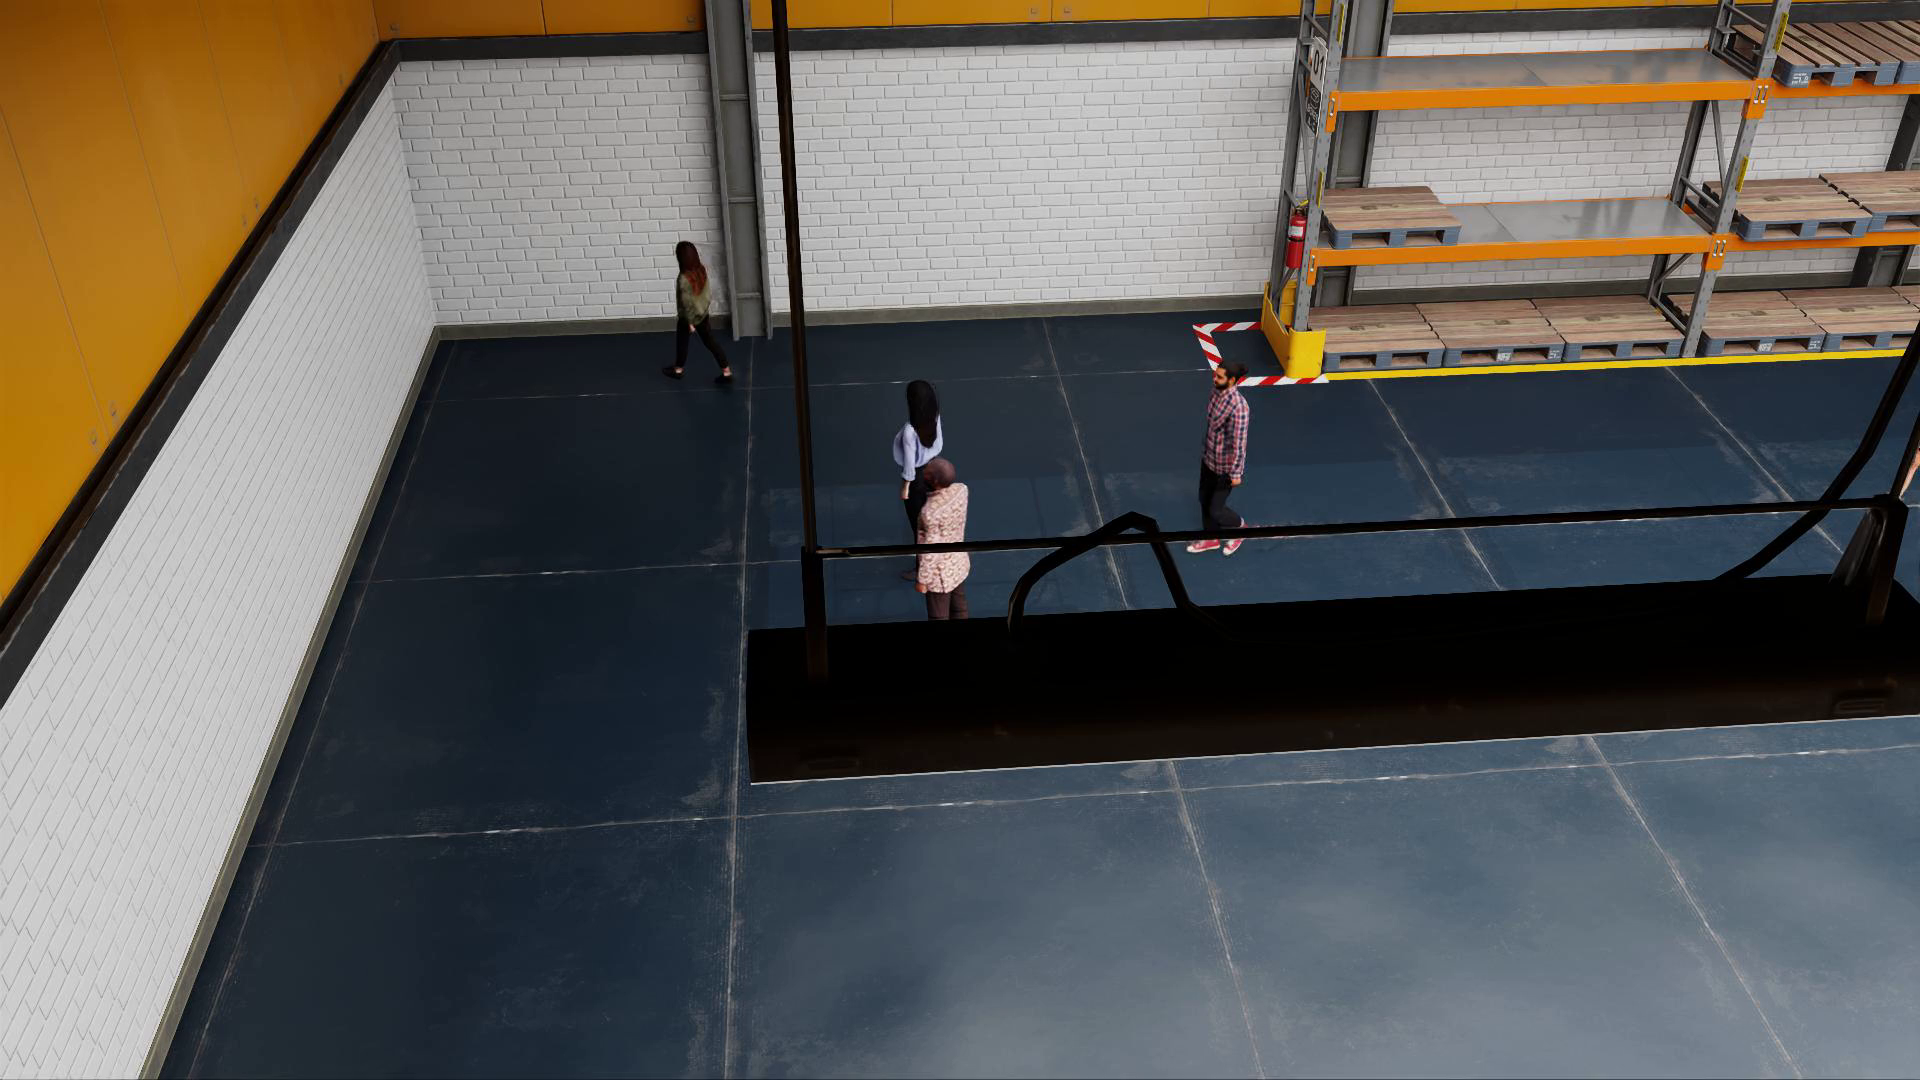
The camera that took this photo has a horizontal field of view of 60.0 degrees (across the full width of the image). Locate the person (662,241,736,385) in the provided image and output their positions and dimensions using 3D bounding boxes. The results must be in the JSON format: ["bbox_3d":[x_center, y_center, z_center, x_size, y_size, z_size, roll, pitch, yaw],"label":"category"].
[{"bbox_3d":[-2.435,-2.095,15.687,1.097,1.439,0.924,16,37,22],"label":"person"}]

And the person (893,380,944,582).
[{"bbox_3d":[-0.299,-0.462,12.955,0.749,1.744,0.732,17,37,24],"label":"person"}]

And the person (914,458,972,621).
[{"bbox_3d":[-0.112,0.191,11.916,0.799,1.806,0.780,18,38,25],"label":"person"}]

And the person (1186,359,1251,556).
[{"bbox_3d":[2.150,-0.644,13.220,0.810,1.753,0.800,-11,35,-16],"label":"person"}]
